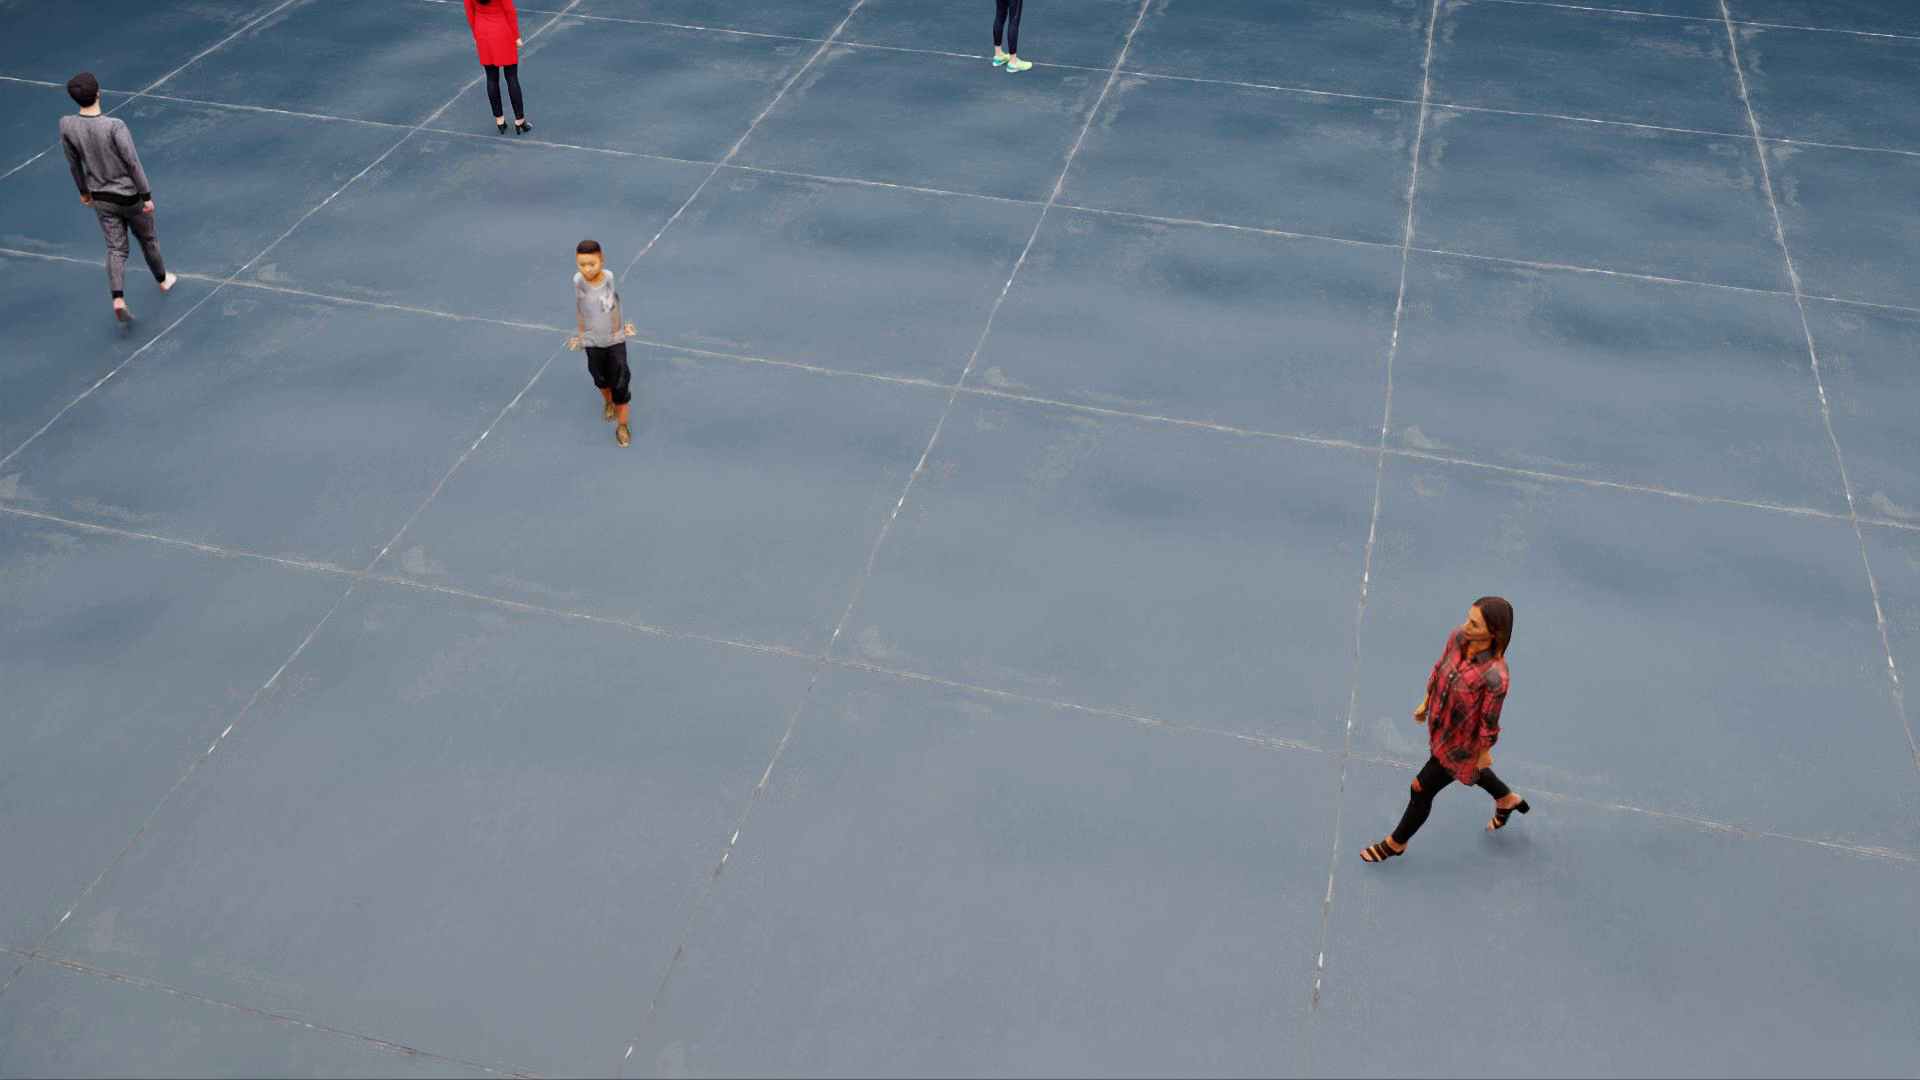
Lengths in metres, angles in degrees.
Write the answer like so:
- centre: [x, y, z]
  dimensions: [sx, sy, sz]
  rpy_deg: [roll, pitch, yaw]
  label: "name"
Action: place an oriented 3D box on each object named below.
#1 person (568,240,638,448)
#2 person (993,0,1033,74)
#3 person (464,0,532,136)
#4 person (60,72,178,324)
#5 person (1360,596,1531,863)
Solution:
- centre: [-2.424, -1.457, 11.251]
  dimensions: [0.799, 1.439, 0.934]
  rpy_deg: [-5, 38, -7]
  label: "person"
- centre: [0.477, -5.406, 16.085]
  dimensions: [0.711, 1.702, 0.678]
  rpy_deg: [-26, 45, -29]
  label: "person"
- centre: [-4.150, -4.478, 14.864]
  dimensions: [0.639, 1.746, 0.637]
  rpy_deg: [5, 38, 6]
  label: "person"
- centre: [-6.264, -2.503, 12.283]
  dimensions: [0.942, 1.815, 1.197]
  rpy_deg: [-2, 38, -3]
  label: "person"
- centre: [2.481, 0.921, 8.024]
  dimensions: [0.983, 1.669, 1.139]
  rpy_deg: [-5, 38, -7]
  label: "person"
